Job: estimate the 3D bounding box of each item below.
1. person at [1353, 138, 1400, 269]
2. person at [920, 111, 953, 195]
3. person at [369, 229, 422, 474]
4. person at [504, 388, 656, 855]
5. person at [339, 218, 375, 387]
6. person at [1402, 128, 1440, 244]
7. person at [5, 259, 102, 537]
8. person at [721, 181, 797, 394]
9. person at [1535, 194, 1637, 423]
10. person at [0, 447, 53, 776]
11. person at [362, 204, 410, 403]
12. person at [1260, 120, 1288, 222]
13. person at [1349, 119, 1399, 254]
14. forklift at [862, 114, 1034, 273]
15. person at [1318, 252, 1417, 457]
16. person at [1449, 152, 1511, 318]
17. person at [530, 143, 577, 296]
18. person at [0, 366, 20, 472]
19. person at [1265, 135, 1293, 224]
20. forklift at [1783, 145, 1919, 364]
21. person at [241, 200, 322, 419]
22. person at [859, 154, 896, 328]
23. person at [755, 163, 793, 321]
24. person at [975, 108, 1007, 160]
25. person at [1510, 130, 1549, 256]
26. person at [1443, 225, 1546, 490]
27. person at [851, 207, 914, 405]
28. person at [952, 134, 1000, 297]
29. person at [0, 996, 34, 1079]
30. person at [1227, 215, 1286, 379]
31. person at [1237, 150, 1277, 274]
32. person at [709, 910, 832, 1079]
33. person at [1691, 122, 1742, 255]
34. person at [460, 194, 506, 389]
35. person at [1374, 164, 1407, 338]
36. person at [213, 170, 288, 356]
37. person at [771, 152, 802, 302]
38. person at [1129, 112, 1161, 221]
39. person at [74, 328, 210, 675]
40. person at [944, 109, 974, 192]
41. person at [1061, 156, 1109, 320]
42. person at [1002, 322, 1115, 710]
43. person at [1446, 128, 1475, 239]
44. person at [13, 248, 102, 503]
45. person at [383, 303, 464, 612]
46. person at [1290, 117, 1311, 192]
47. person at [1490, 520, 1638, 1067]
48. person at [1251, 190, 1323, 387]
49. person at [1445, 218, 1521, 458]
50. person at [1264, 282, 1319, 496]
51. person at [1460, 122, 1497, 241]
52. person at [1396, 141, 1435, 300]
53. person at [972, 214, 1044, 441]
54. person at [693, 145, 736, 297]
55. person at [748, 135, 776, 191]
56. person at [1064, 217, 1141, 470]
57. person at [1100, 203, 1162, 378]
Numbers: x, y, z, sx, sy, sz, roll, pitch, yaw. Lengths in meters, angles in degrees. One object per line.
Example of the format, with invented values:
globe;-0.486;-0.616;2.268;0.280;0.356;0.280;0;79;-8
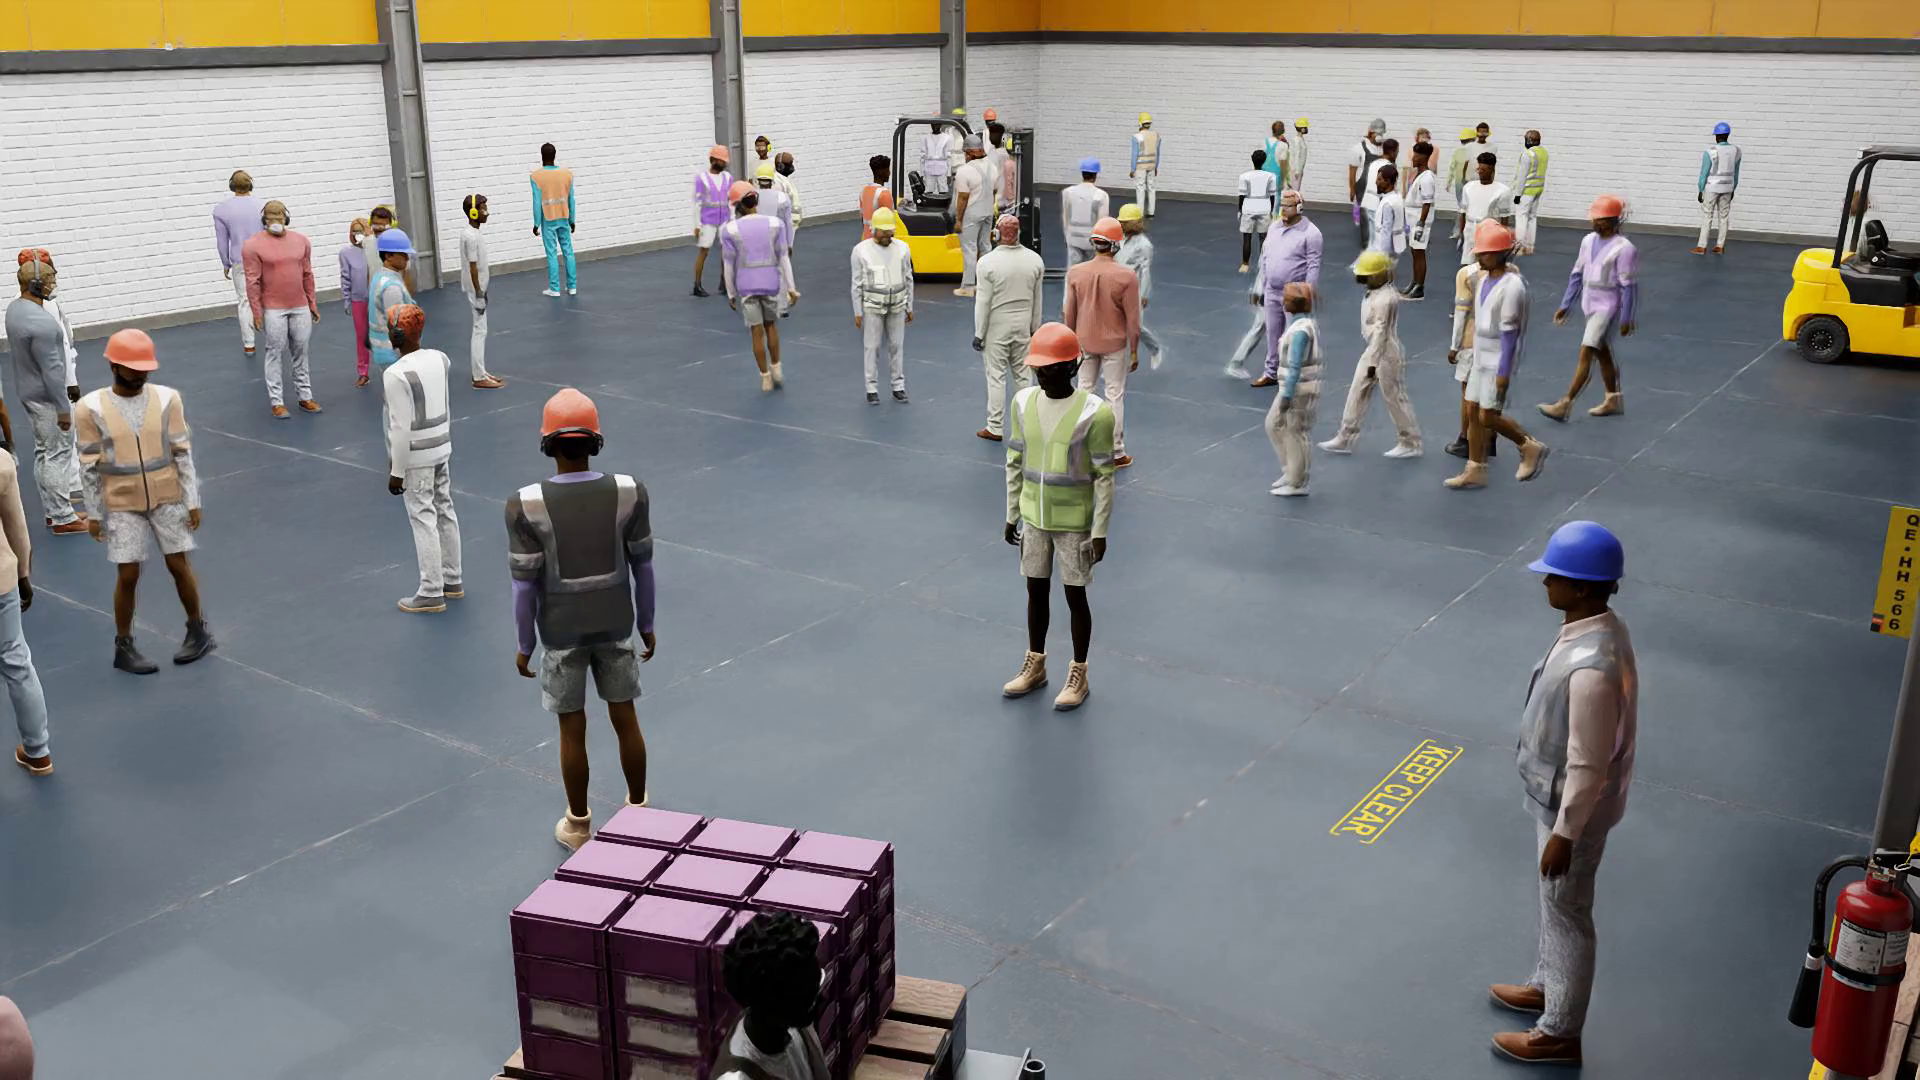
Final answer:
person;5.593;-4.422;22.328;0.512;1.896;0.645;-5;18;-16
person;-0.395;-6.055;27.362;0.545;1.939;0.354;2;18;6
person;-4.344;-1.428;12.878;0.403;1.944;0.606;-9;20;-25
person;-1.609;0.362;7.121;0.613;2.041;0.393;-9;20;-25
person;-5.719;-2.304;16.121;0.501;1.632;0.280;-3;18;-8
person;7.153;-5.495;25.872;0.573;1.779;1.011;0;18;1
person;-6.286;-0.970;11.486;0.392;1.929;0.630;-17;24;-42
person;-1.925;-2.408;15.860;0.690;1.995;0.666;-5;18;-15
person;5.551;-2.035;14.696;1.031;1.991;0.618;-4;18;-13
person;-4.587;0.216;7.667;0.387;1.988;0.608;12;21;32
person;-5.338;-2.182;15.407;0.552;1.838;0.392;8;19;23
person;5.068;-5.889;27.036;0.539;1.827;0.701;11;21;30
person;6.124;-5.174;24.440;0.695;2.000;0.919;-4;18;-11
forklift;-0.171;-4.594;22.377;2.313;2.155;1.214;1;18;3
person;3.354;-1.486;13.458;0.883;1.692;0.508;-1;18;-4
person;6.104;-3.547;19.471;0.608;1.966;0.372;17;24;42
person;-5.167;-4.078;21.211;0.590;1.918;0.389;-15;23;-38
person;-6.090;-0.535;10.224;0.510;1.862;0.326;-10;20;-29
person;5.155;-5.783;27.086;0.551;1.584;0.654;-14;23;-38
forklift;9.803;-2.879;17.013;2.313;2.155;1.214;12;21;33
person;-6.049;-2.067;14.895;0.353;1.933;0.633;16;23;40
person;-0.915;-3.424;19.085;0.367;1.966;0.604;-11;21;-32
person;-2.244;-3.477;19.469;0.590;1.833;0.404;-2;18;-7
person;0.517;-6.348;28.295;0.569;1.920;0.602;1;18;2
person;8.462;-5.168;24.767;0.638;1.832;0.429;-16;24;-41
person;4.073;-1.353;12.522;0.648;2.024;0.629;-3;18;-11
person;-0.707;-2.157;15.366;0.600;1.821;0.403;-7;19;-21
person;0.144;-4.143;21.215;0.538;2.000;0.683;16;24;40
person;-2.229;1.538;3.630;0.629;1.932;0.365;3;18;8
person;3.045;-2.436;16.458;0.854;1.683;0.503;-4;18;-12
person;4.085;-4.522;22.957;0.541;1.696;0.315;-1;18;-2
person;-0.516;1.607;3.873;0.855;1.667;0.538;3;18;9
person;11.270;-5.223;24.765;0.604;1.939;0.416;-2;18;-7
person;-4.628;-2.391;16.030;0.331;1.864;0.505;-5;18;-15
person;4.747;-3.190;18.451;0.383;1.913;0.594;7;19;20
person;-7.467;-2.916;17.543;0.633;1.940;0.368;-5;18;-14
person;-2.193;-3.925;20.856;0.429;1.842;0.629;2;18;6
person;3.184;-6.465;28.812;0.591;1.833;0.404;-10;20;-29
person;-4.483;-0.212;9.115;0.578;1.918;0.420;-13;22;-35
person;-0.019;-6.690;29.466;0.597;1.870;1.025;11;21;30
person;1.453;-3.472;19.306;0.616;1.922;0.820;9;20;25
person;0.485;-0.114;8.609;0.615;2.041;0.385;12;21;32
person;8.111;-5.728;26.703;0.861;1.731;0.536;-13;22;-35
person;-6.690;-1.207;12.290;0.576;1.882;0.355;14;22;37
person;-3.263;-0.493;10.055;0.355;1.882;0.576;4;18;12
person;5.835;-6.368;28.620;0.313;1.768;0.528;6;19;17
person;2.073;0.869;5.689;0.404;1.945;0.612;6;19;18
person;3.112;-2.369;15.885;0.410;1.908;0.642;-15;23;-39
person;4.227;-1.628;13.514;0.545;1.939;0.373;-3;18;-11
person;2.463;-1.114;12.399;0.394;1.622;0.547;3;18;8
person;8.108;-5.587;26.032;0.505;1.861;0.332;4;18;13
person;5.760;-4.004;20.901;0.368;1.966;0.603;2;18;7
person;0.385;-1.793;14.080;0.652;1.906;0.408;-10;20;-28
person;-3.121;-4.053;21.168;0.620;1.907;0.519;-14;23;-38
person;-2.727;-4.680;23.173;0.513;1.872;0.328;3;18;10
person;1.134;-1.547;13.169;0.625;1.992;0.389;8;20;24
person;1.705;-2.467;16.480;0.636;1.729;0.502;-14;22;-37
